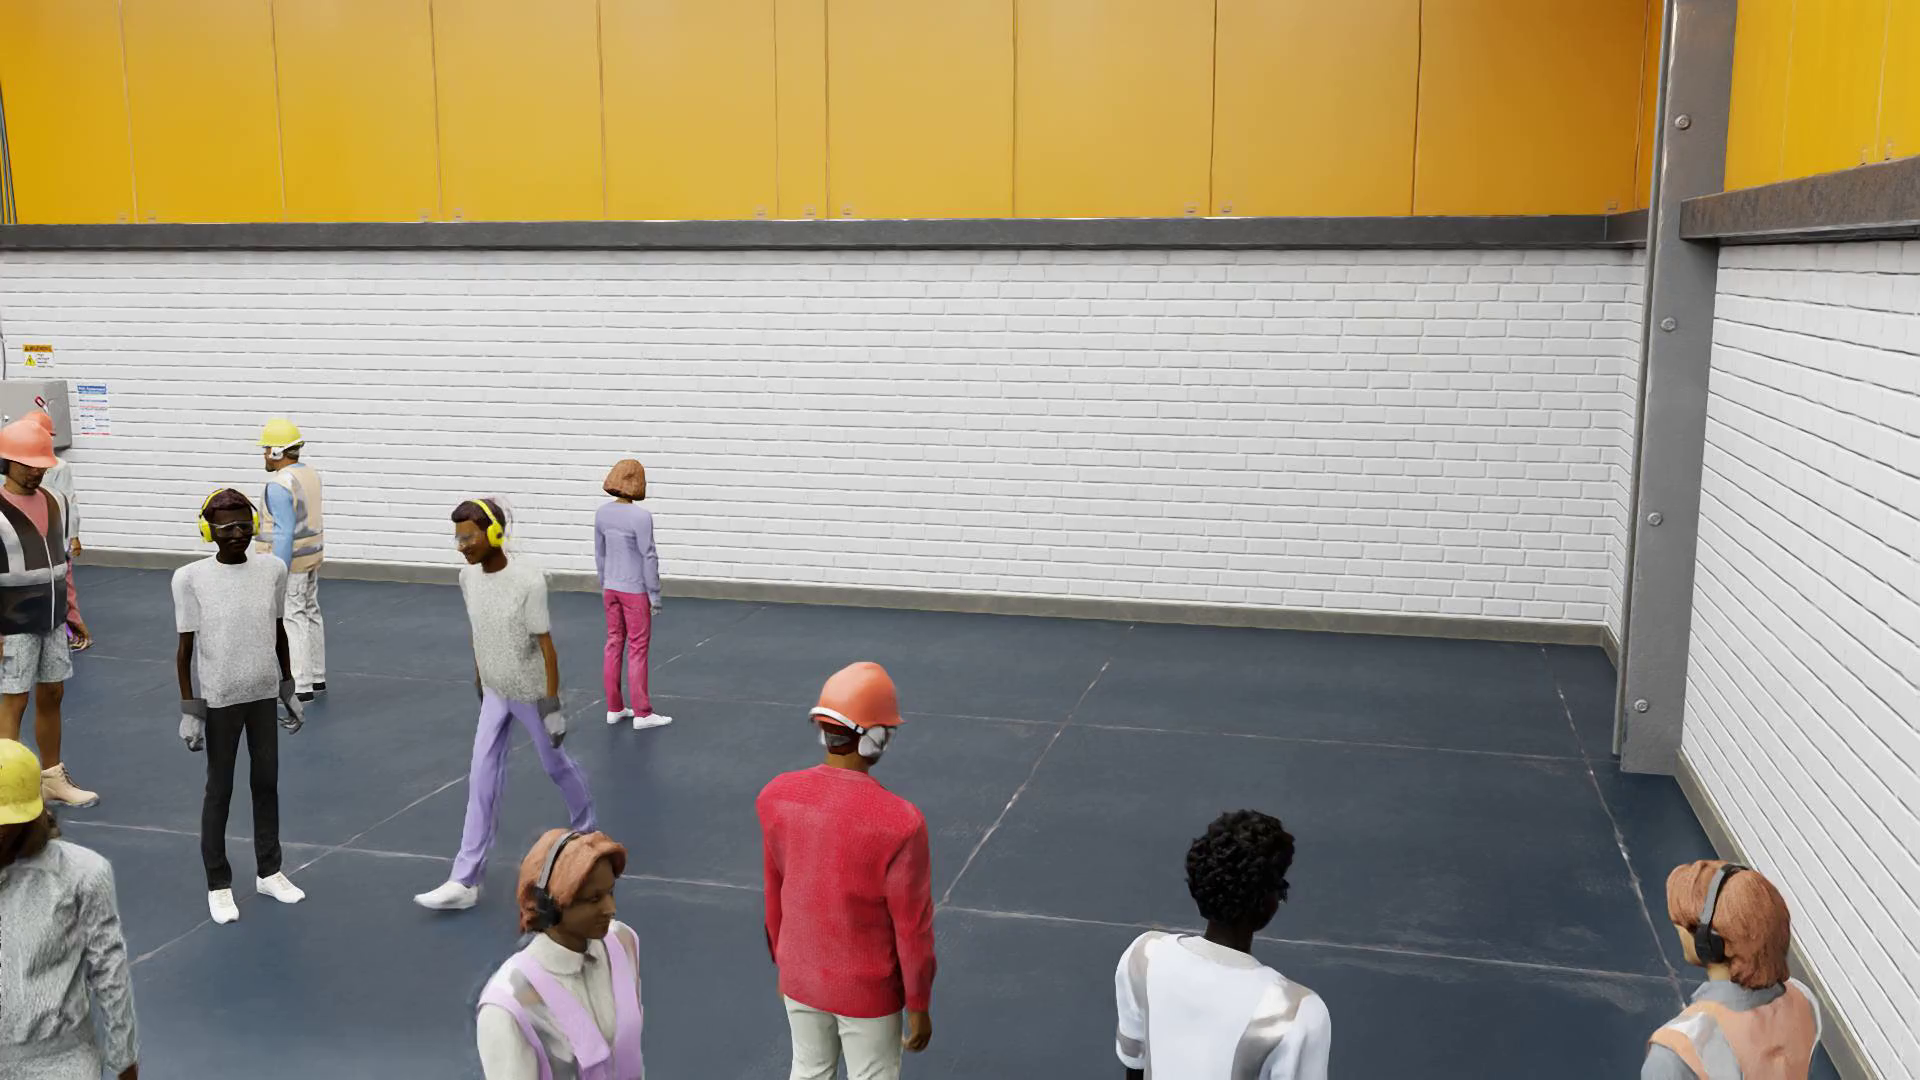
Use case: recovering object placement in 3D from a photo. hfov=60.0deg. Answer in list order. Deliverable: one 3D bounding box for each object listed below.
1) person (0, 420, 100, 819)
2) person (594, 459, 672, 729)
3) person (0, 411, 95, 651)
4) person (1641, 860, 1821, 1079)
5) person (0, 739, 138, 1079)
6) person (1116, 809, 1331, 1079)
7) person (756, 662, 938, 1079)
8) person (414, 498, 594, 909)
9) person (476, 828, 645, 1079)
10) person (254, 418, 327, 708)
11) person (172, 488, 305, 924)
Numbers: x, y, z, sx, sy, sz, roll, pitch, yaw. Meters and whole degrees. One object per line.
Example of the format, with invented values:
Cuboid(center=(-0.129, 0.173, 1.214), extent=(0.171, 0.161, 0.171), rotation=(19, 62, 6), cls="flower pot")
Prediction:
Cuboid(center=(-4.659, 0.410, 8.385), extent=(0.391, 2.033, 0.605), rotation=(3, 10, 16), cls="person")
Cuboid(center=(-1.999, 0.323, 10.067), extent=(0.498, 1.633, 0.282), rotation=(8, 12, 38), cls="person")
Cuboid(center=(-6.572, -0.056, 11.956), extent=(0.560, 1.748, 0.330), rotation=(1, 10, 6), cls="person")
Cuboid(center=(1.553, 1.455, 3.421), extent=(0.509, 1.629, 0.314), rotation=(-6, 11, -32), cls="person")
Cuboid(center=(-2.268, 1.309, 3.968), extent=(0.518, 1.715, 0.645), rotation=(-2, 10, -12), cls="person")
Cuboid(center=(0.555, 1.403, 3.556), extent=(0.319, 1.687, 0.539), rotation=(-9, 13, -44), cls="person")
Cuboid(center=(-0.293, 1.196, 4.622), extent=(0.569, 1.739, 0.354), rotation=(6, 12, 34), cls="person")
Cuboid(center=(-1.983, 0.701, 7.386), extent=(0.620, 1.796, 1.010), rotation=(5, 11, 26), cls="person")
Cuboid(center=(-0.751, 1.431, 3.602), extent=(0.660, 1.619, 0.525), rotation=(5, 11, 28), cls="person")
Cuboid(center=(-4.248, 0.142, 10.548), extent=(0.404, 1.830, 0.603), rotation=(0, 10, -2), cls="person")
Cuboid(center=(-3.100, 0.697, 7.181), extent=(0.310, 1.866, 0.532), rotation=(9, 13, 41), cls="person")
